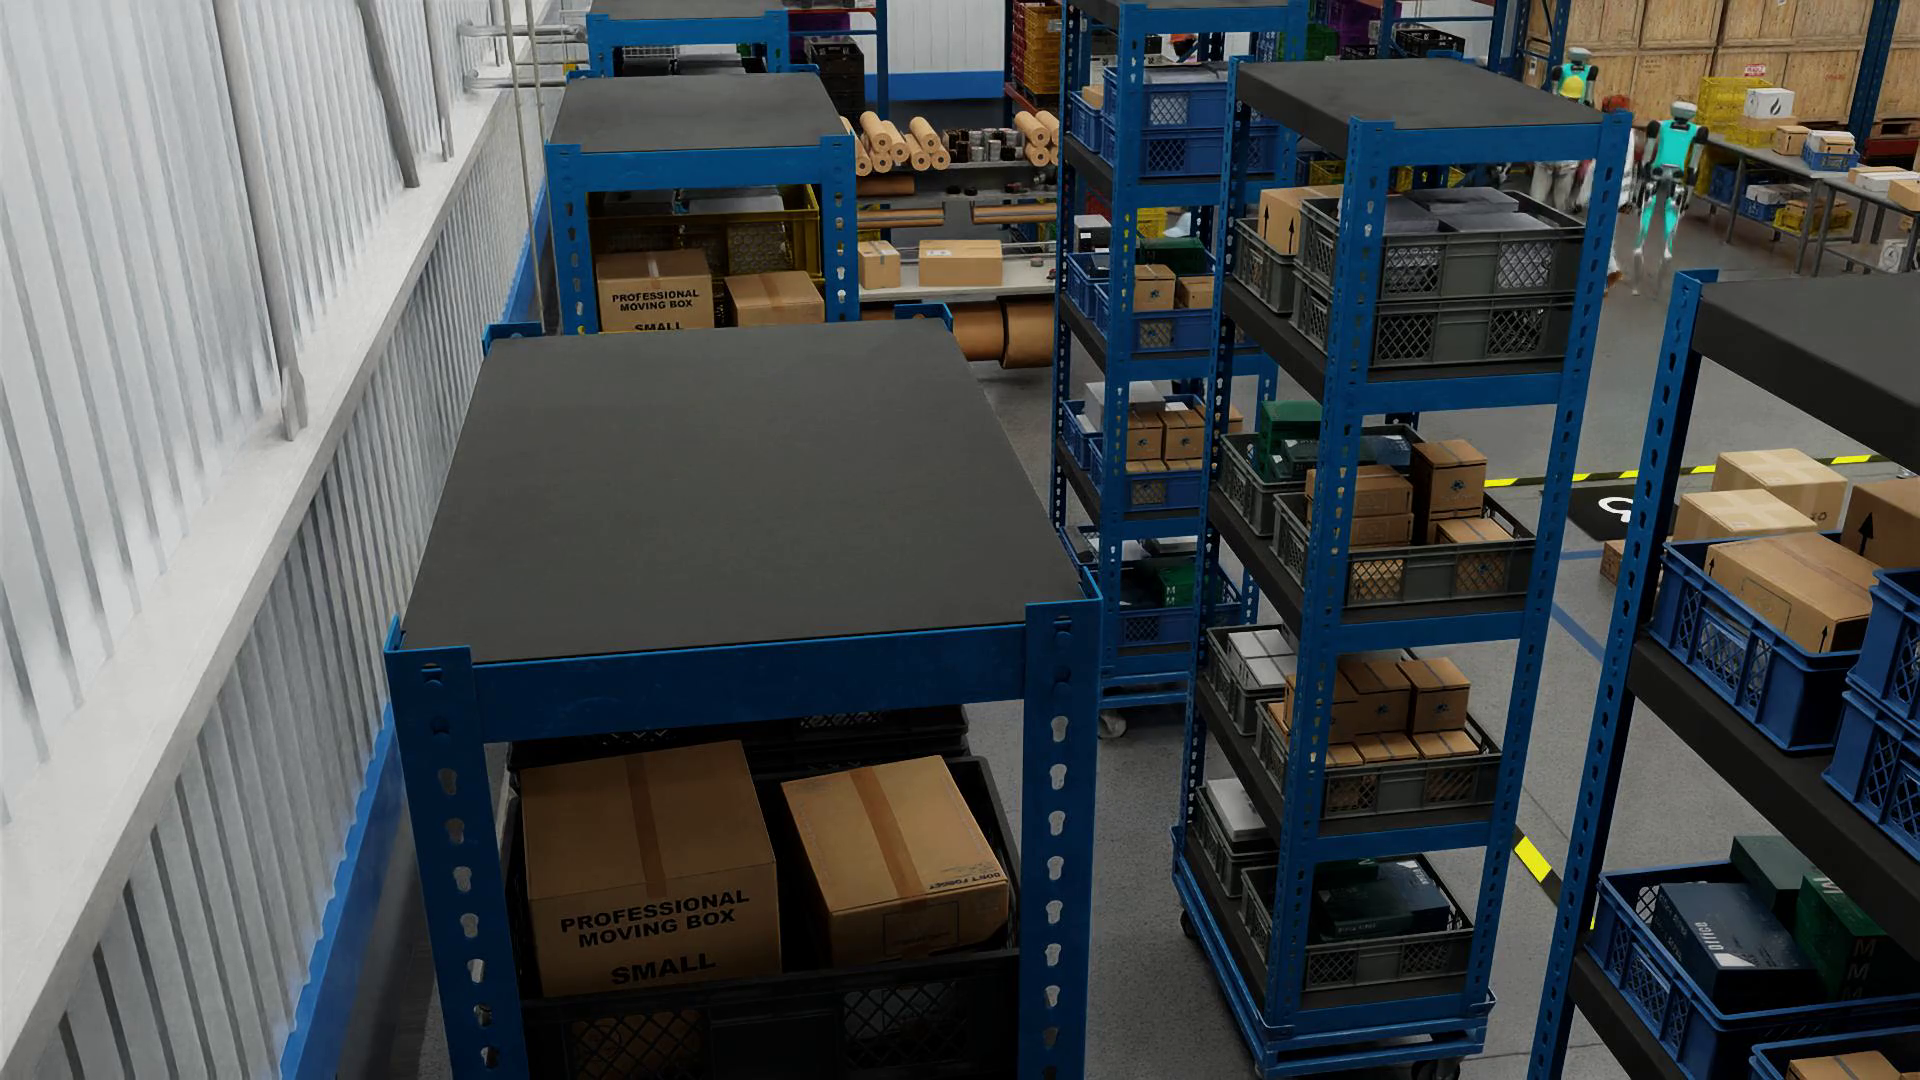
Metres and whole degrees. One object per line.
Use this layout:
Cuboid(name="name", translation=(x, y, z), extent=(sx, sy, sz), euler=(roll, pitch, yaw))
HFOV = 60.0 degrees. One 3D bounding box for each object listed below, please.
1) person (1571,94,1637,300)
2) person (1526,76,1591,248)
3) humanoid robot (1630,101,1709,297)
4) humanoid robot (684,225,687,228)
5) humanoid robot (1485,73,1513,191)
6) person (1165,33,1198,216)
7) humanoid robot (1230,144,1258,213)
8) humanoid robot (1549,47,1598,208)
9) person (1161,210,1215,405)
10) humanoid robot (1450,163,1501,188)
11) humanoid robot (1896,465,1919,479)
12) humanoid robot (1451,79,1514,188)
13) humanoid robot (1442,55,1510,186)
Cuboid(name="person", translation=(5.846, -3.103, 15.136), extent=(0.434, 1.864, 0.567), euler=(20, 31, 36))
Cuboid(name="person", translation=(5.917, -3.689, 16.483), extent=(0.605, 1.798, 0.649), euler=(12, 27, 24))
Cuboid(name="humanoid robot", translation=(6.433, -3.025, 15.199), extent=(0.562, 1.861, 0.676), euler=(7, 26, 15))
Cuboid(name="humanoid robot", translation=(-2.322, -2.993, 15.101), extent=(0.599, 1.657, 0.315), euler=(-1, 25, -1))
Cuboid(name="humanoid robot", translation=(5.607, -4.017, 17.339), extent=(0.372, 1.656, 0.603), euler=(12, 27, 25))
Cuboid(name="person", translation=(2.403, -4.573, 18.122), extent=(0.378, 2.041, 0.603), euler=(22, 33, 39))
Cuboid(name="humanoid robot", translation=(3.096, -4.391, 18.163), extent=(0.343, 1.653, 0.615), euler=(-4, 25, -8))
Cuboid(name="humanoid robot", translation=(6.705, -4.427, 18.108), extent=(0.530, 1.745, 0.760), euler=(-3, 25, -8))
Cuboid(name="person", translation=(1.518, -1.313, 11.257), extent=(0.387, 1.850, 0.599), euler=(-5, 25, -11))
Cuboid(name="humanoid robot", translation=(5.172, -3.726, 16.718), extent=(0.585, 1.640, 0.324), euler=(-4, 25, -8))
Cuboid(name="humanoid robot", translation=(6.425, -1.143, 10.869), extent=(0.735, 1.675, 0.533), euler=(-11, 27, -22))
Cuboid(name="humanoid robot", translation=(5.337, -3.854, 16.960), extent=(0.569, 1.752, 0.980), euler=(1, 25, 2))
Cuboid(name="humanoid robot", translation=(5.475, -4.387, 18.006), extent=(0.545, 1.745, 0.682), euler=(-12, 27, -24))
